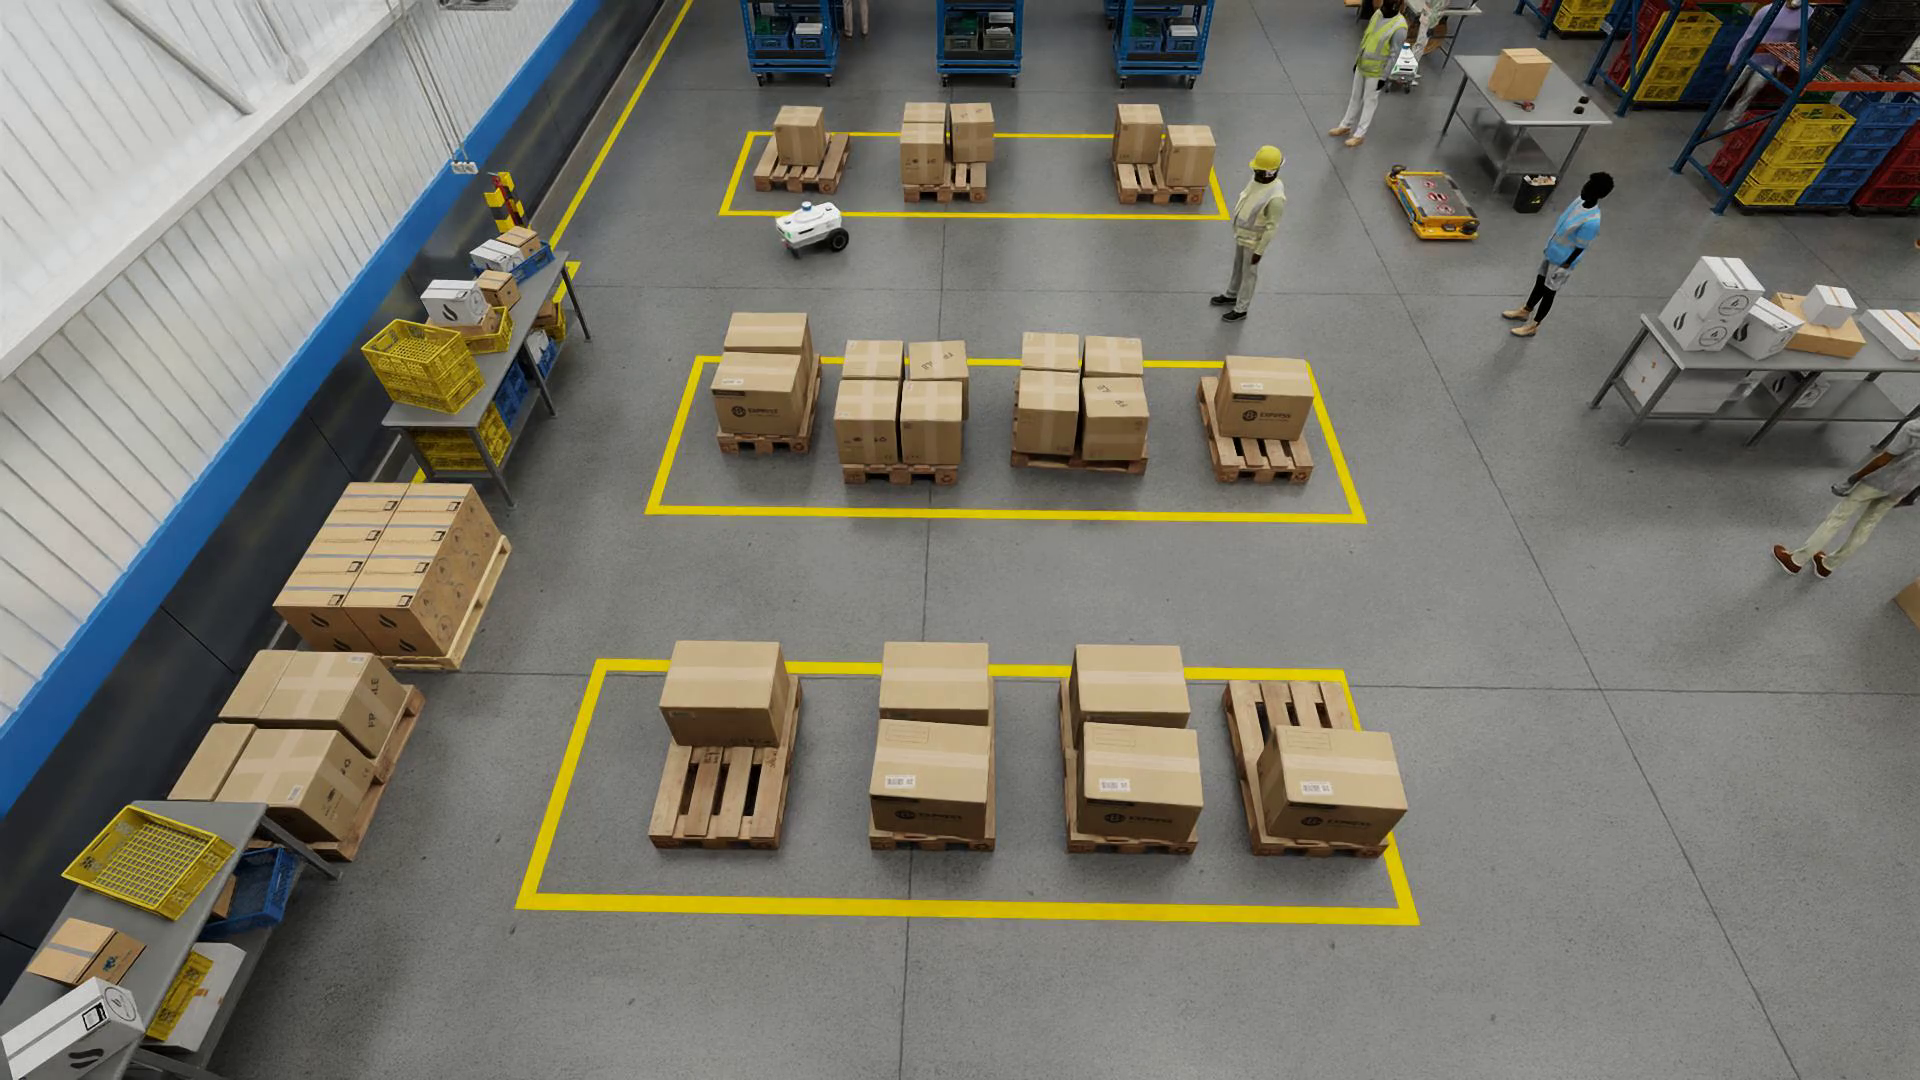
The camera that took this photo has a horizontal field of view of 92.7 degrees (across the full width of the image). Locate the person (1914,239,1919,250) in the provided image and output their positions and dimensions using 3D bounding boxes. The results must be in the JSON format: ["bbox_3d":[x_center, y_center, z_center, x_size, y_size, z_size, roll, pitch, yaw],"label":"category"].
[{"bbox_3d":[11.245,-3.943,9.869,0.581,1.882,0.339,10,50,9],"label":"person"}]

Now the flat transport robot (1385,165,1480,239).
[{"bbox_3d":[5.692,-4.094,11.059,0.652,0.197,1.431,1,49,1],"label":"flat transport robot"}]

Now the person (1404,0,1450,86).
[{"bbox_3d":[6.649,-7.331,12.968,0.317,1.630,0.526,16,51,13],"label":"person"}]

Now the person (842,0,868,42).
[{"bbox_3d":[-1.626,-8.678,13.909,0.625,1.979,0.411,-20,52,-16],"label":"person"}]

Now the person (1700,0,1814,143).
[{"bbox_3d":[10.178,-6.091,11.699,0.635,1.935,0.375,19,52,16],"label":"person"}]

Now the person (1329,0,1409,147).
[{"bbox_3d":[5.235,-6.000,11.677,0.430,1.845,0.619,-14,51,-12],"label":"person"}]

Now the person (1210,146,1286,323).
[{"bbox_3d":[2.888,-3.029,9.119,0.403,1.822,0.588,-7,49,-6],"label":"person"}]

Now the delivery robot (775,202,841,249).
[{"bbox_3d":[-1.707,-3.572,10.361,0.707,0.478,0.477,-27,54,-22],"label":"delivery robot"}]

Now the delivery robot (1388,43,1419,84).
[{"bbox_3d":[6.372,-6.919,13.258,0.477,0.478,0.707,5,49,4],"label":"delivery robot"}]

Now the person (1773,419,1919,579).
[{"bbox_3d":[6.881,-0.413,6.823,0.535,1.868,0.309,11,50,9],"label":"person"}]

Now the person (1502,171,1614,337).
[{"bbox_3d":[5.883,-2.787,8.990,0.318,1.697,0.534,6,49,5],"label":"person"}]
